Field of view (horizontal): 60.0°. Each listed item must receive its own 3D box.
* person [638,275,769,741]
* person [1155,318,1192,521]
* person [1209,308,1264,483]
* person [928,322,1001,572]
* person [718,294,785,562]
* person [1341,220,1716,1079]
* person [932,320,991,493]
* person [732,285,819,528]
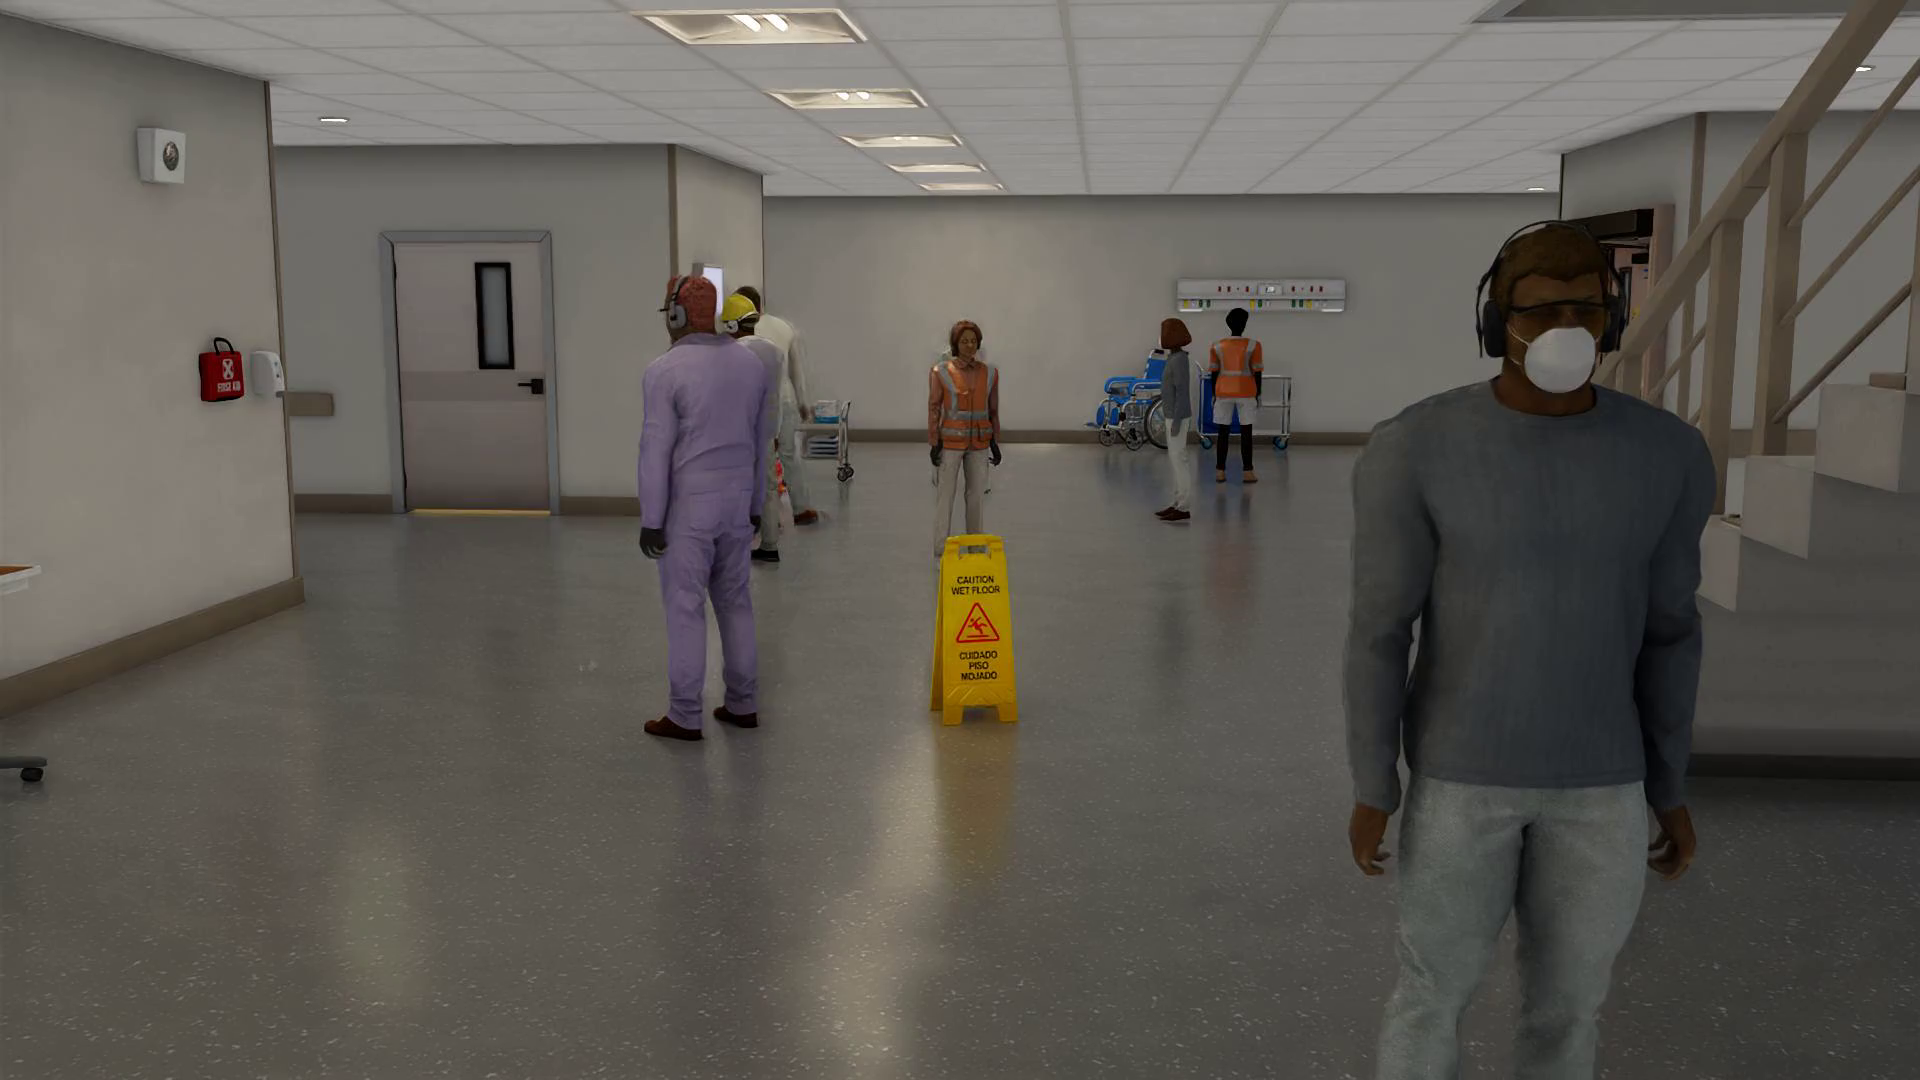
[{"bbox_3d":[-1.080,-0.135,6.872,0.400,1.902,0.651,7,11,38],"label":"person"},{"bbox_3d":[1.729,-0.966,13.407,0.268,1.632,0.507,0,8,2],"label":"person"},{"bbox_3d":[2.669,-1.390,16.078,0.533,1.697,0.318,3,9,20],"label":"person"},{"bbox_3d":[0.028,-0.608,10.947,0.513,1.642,0.311,-3,9,-22],"label":"person"},{"bbox_3d":[-1.438,-0.731,11.179,0.403,1.824,0.591,8,11,42],"label":"person"},{"bbox_3d":[0.982,0.424,2.924,0.635,1.937,0.354,0,8,-1],"label":"person"},{"bbox_3d":[-0.015,-1.252,15.501,0.524,1.591,0.868,-5,10,-31],"label":"person"},{"bbox_3d":[-1.461,-1.033,13.008,0.421,1.896,0.801,8,11,43],"label":"person"}]
